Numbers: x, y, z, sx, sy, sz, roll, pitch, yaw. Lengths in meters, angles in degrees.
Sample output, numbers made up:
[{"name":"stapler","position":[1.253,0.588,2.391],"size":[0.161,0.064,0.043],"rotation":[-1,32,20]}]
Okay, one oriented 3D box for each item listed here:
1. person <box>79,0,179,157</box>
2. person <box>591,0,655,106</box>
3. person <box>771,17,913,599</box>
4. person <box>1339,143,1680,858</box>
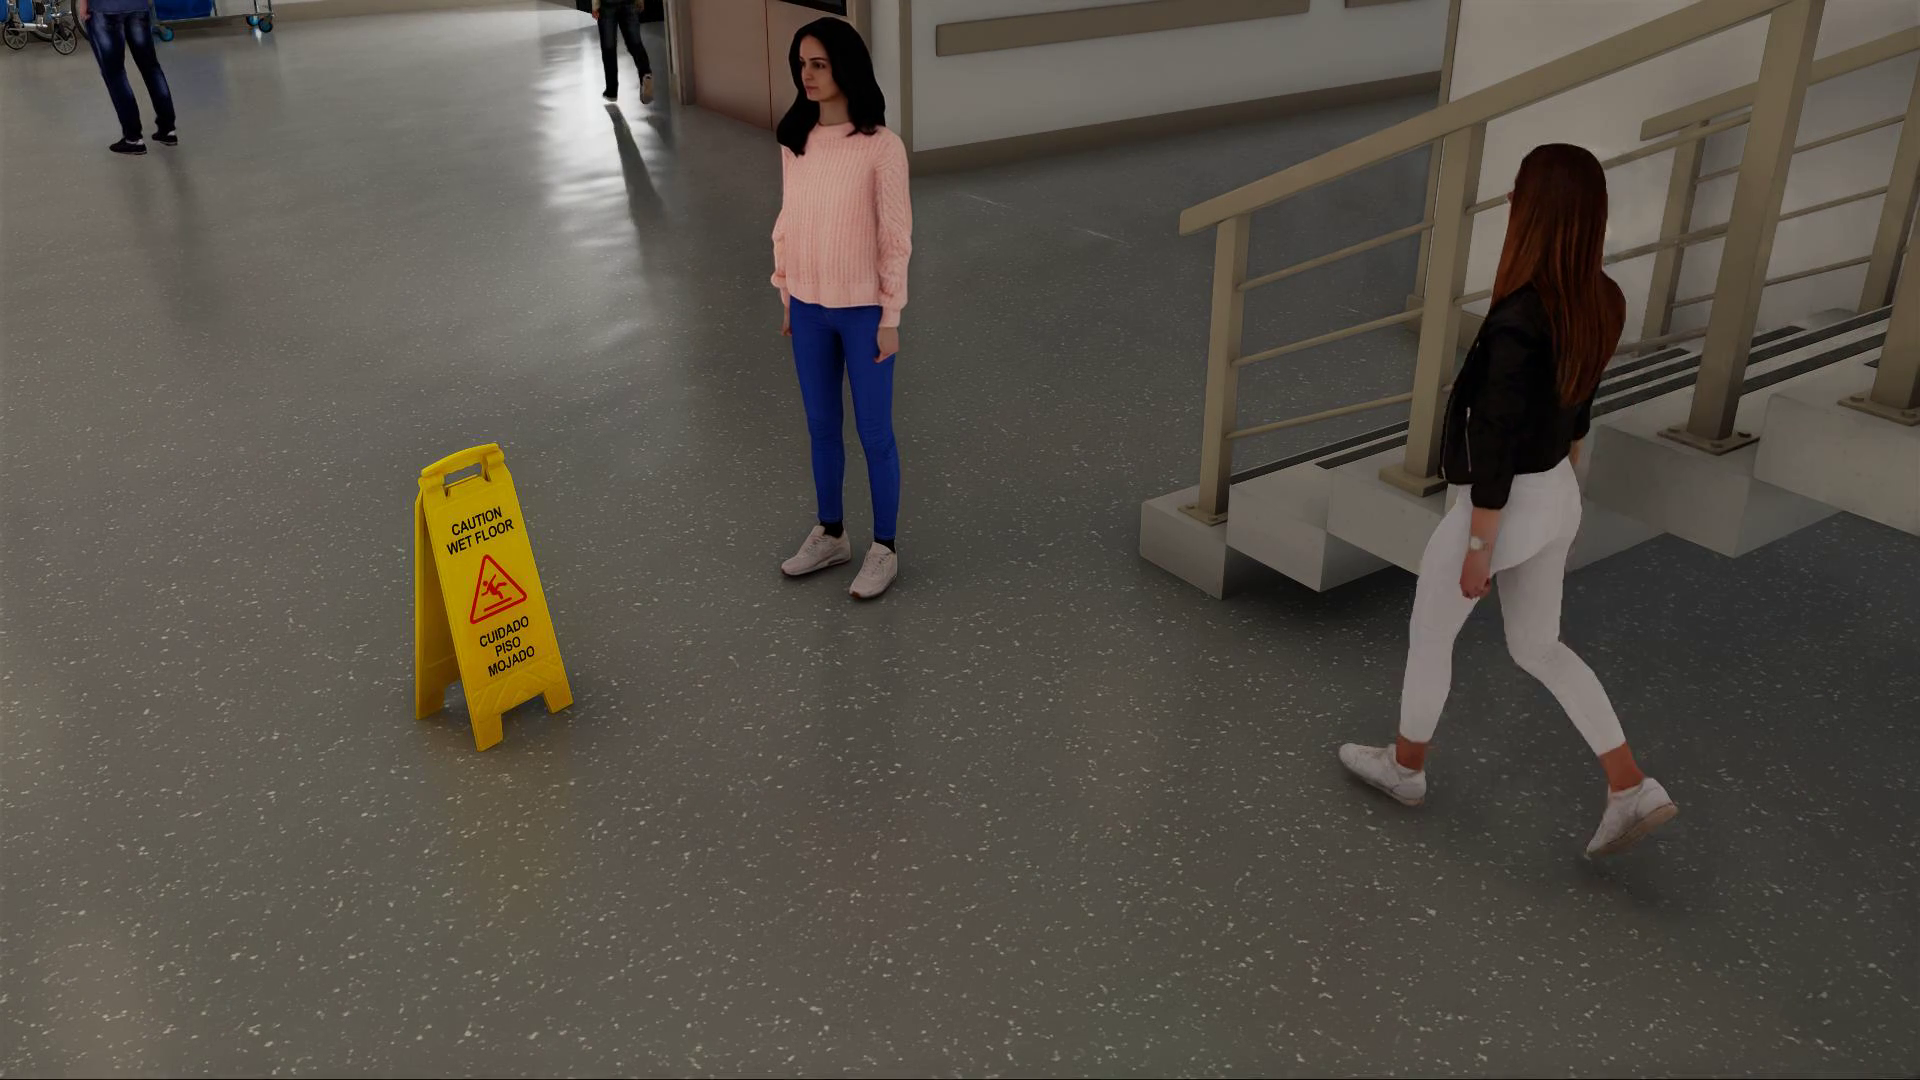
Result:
[{"name":"person","position":[-5.419,-3.420,10.672],"size":[0.763,1.824,0.802],"rotation":[13,29,25]},{"name":"person","position":[-2.458,-3.874,12.052],"size":[0.619,1.444,0.940],"rotation":[-14,29,-26]},{"name":"person","position":[-0.348,-0.680,5.055],"size":[0.603,1.768,0.770],"rotation":[17,30,31]},{"name":"person","position":[1.341,-0.022,3.798],"size":[0.658,1.674,1.077],"rotation":[-20,32,-35]}]
